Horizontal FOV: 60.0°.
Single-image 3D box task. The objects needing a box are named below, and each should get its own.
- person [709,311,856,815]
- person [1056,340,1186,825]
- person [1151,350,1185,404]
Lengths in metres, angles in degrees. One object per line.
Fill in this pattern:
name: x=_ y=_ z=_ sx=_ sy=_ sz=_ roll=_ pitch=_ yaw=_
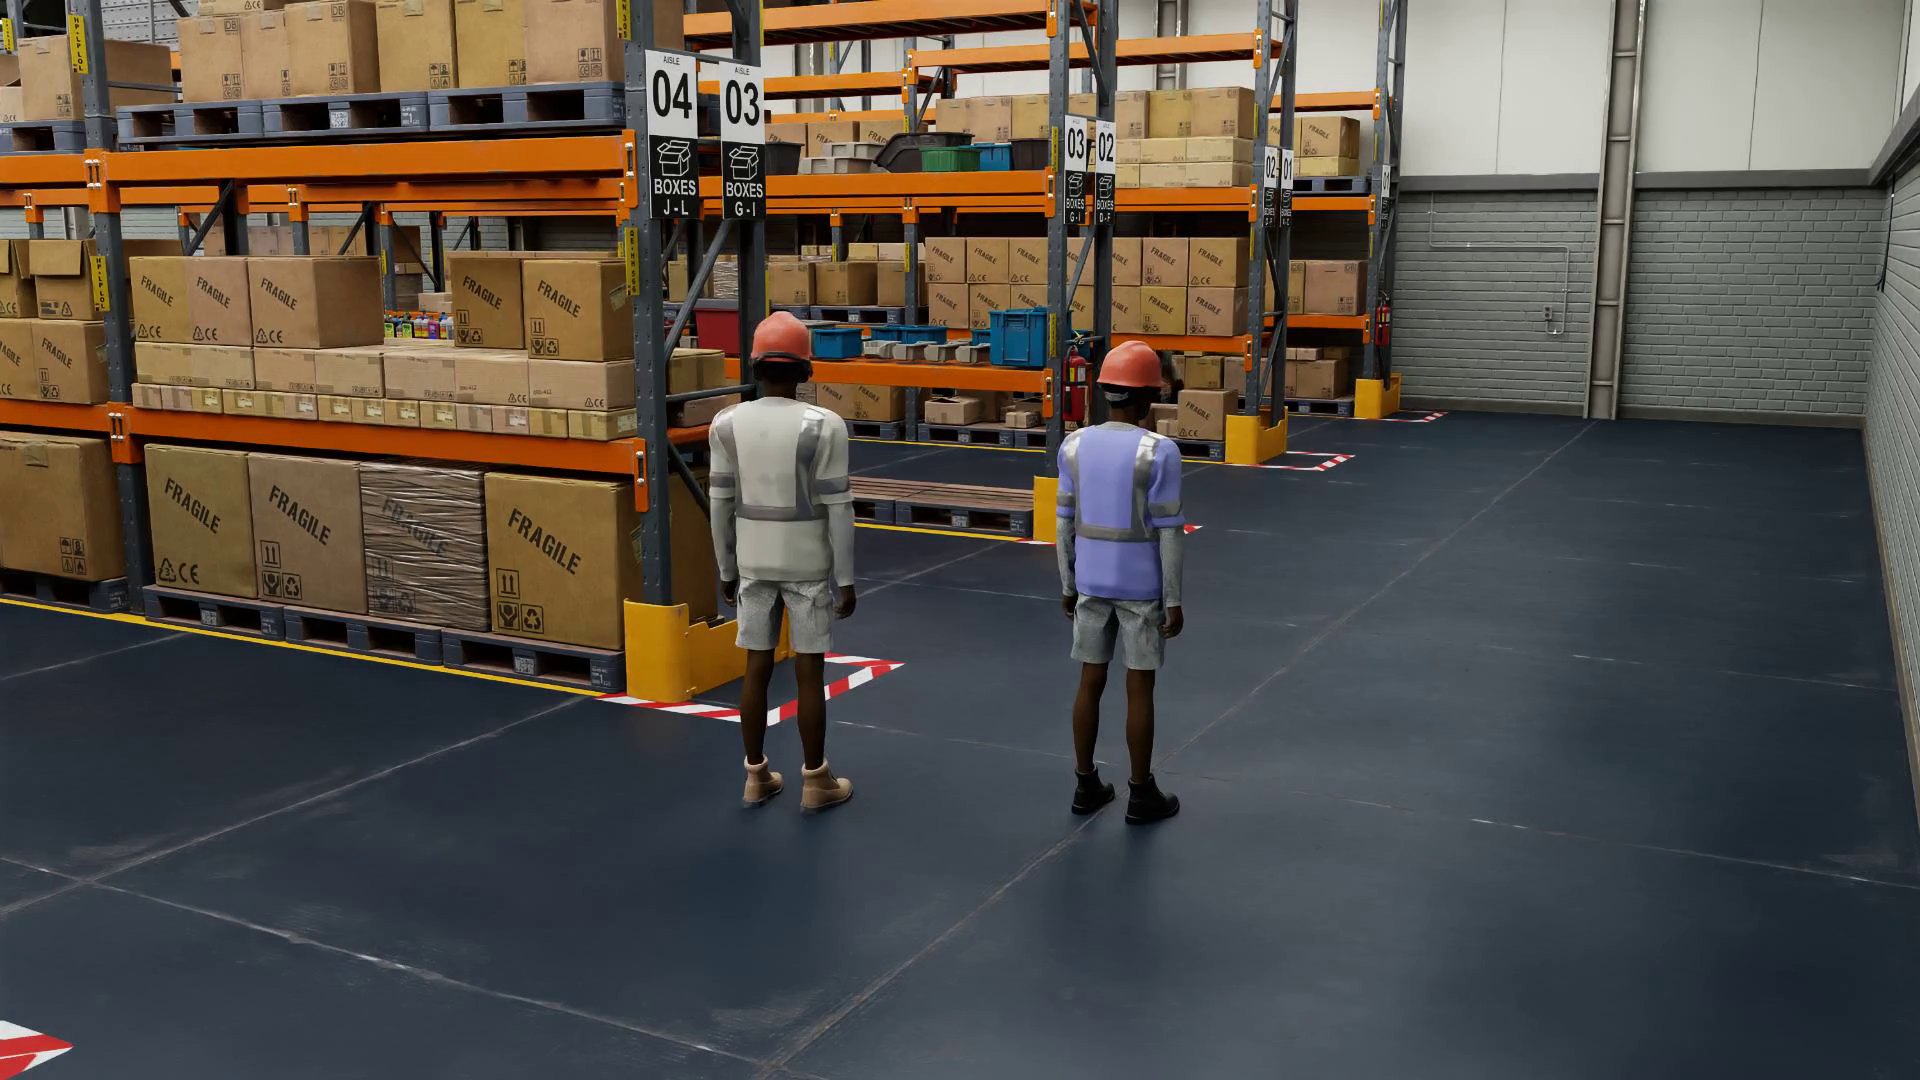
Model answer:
person: x=-0.707 y=0.100 z=6.778 sx=0.614 sy=2.047 sz=0.359 roll=3 pitch=11 yaw=18
person: x=0.661 y=0.171 z=6.691 sx=0.552 sy=1.935 sz=0.367 roll=7 pitch=12 yaw=33
person: x=2.396 y=-2.110 z=19.121 sx=0.686 sy=1.941 sz=0.619 roll=5 pitch=11 yaw=24
